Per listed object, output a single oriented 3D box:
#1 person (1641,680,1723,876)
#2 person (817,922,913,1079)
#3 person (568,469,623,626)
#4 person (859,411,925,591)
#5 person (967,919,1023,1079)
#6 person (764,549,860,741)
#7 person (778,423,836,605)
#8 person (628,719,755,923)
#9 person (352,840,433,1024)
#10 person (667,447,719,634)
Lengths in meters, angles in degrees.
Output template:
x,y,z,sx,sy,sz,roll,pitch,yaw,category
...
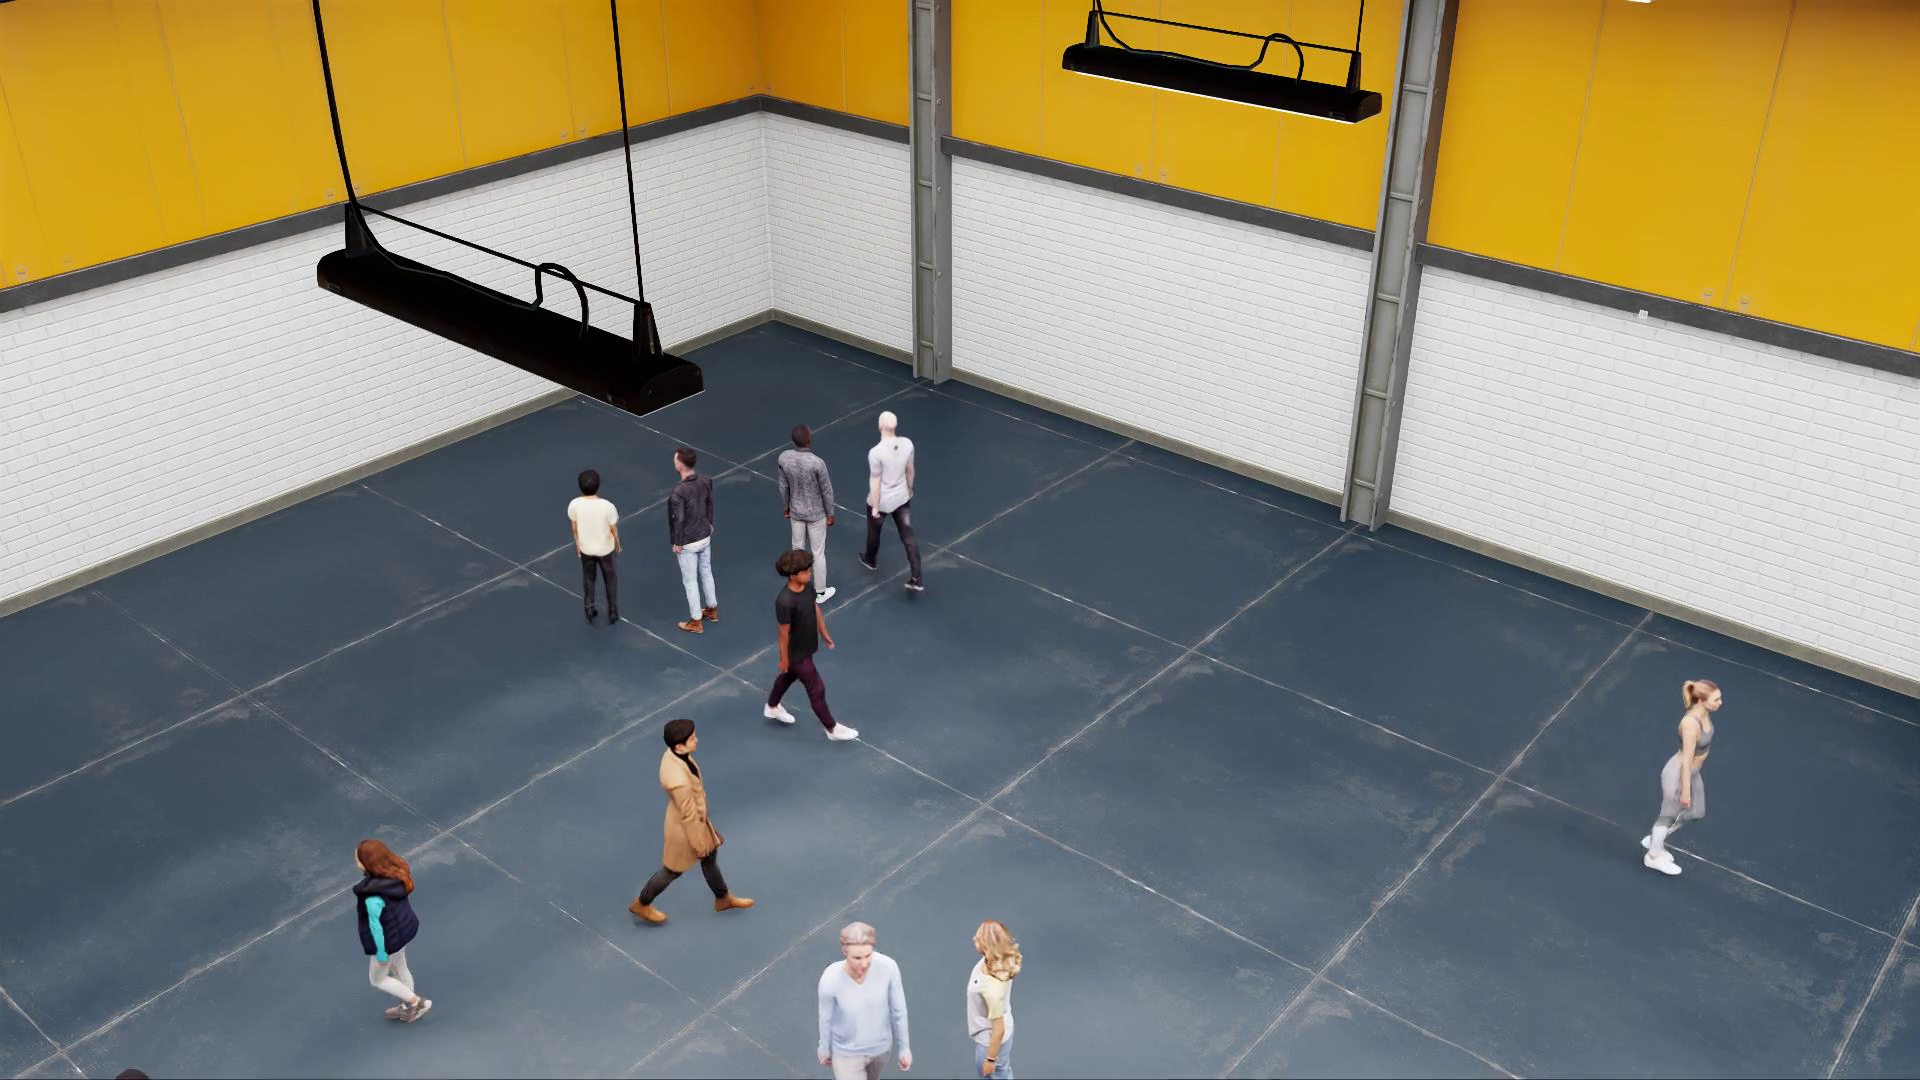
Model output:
x,y,z,sx,sy,sz,roll,pitch,yaw,category
5.229,1.715,12.228,0.600,1.699,0.599,19,34,31,person
-0.599,2.941,9.830,1.101,1.843,1.372,-10,30,-18,person
-3.324,0.092,15.321,0.639,1.586,0.735,1,29,1,person
-0.617,-0.334,15.889,0.957,1.791,1.329,-17,33,-28,person
0.208,2.955,9.930,0.725,1.723,0.712,3,29,6,person
-1.400,0.850,13.772,1.209,1.738,0.919,8,30,15,person
-1.448,-0.258,15.699,0.631,1.839,0.810,10,30,17,person
-2.020,2.015,11.681,1.171,1.697,1.143,-4,29,-7,person
-3.668,2.580,10.862,0.750,1.488,0.698,0,29,0,person
-2.443,-0.010,15.246,0.571,1.836,0.681,17,33,29,person
